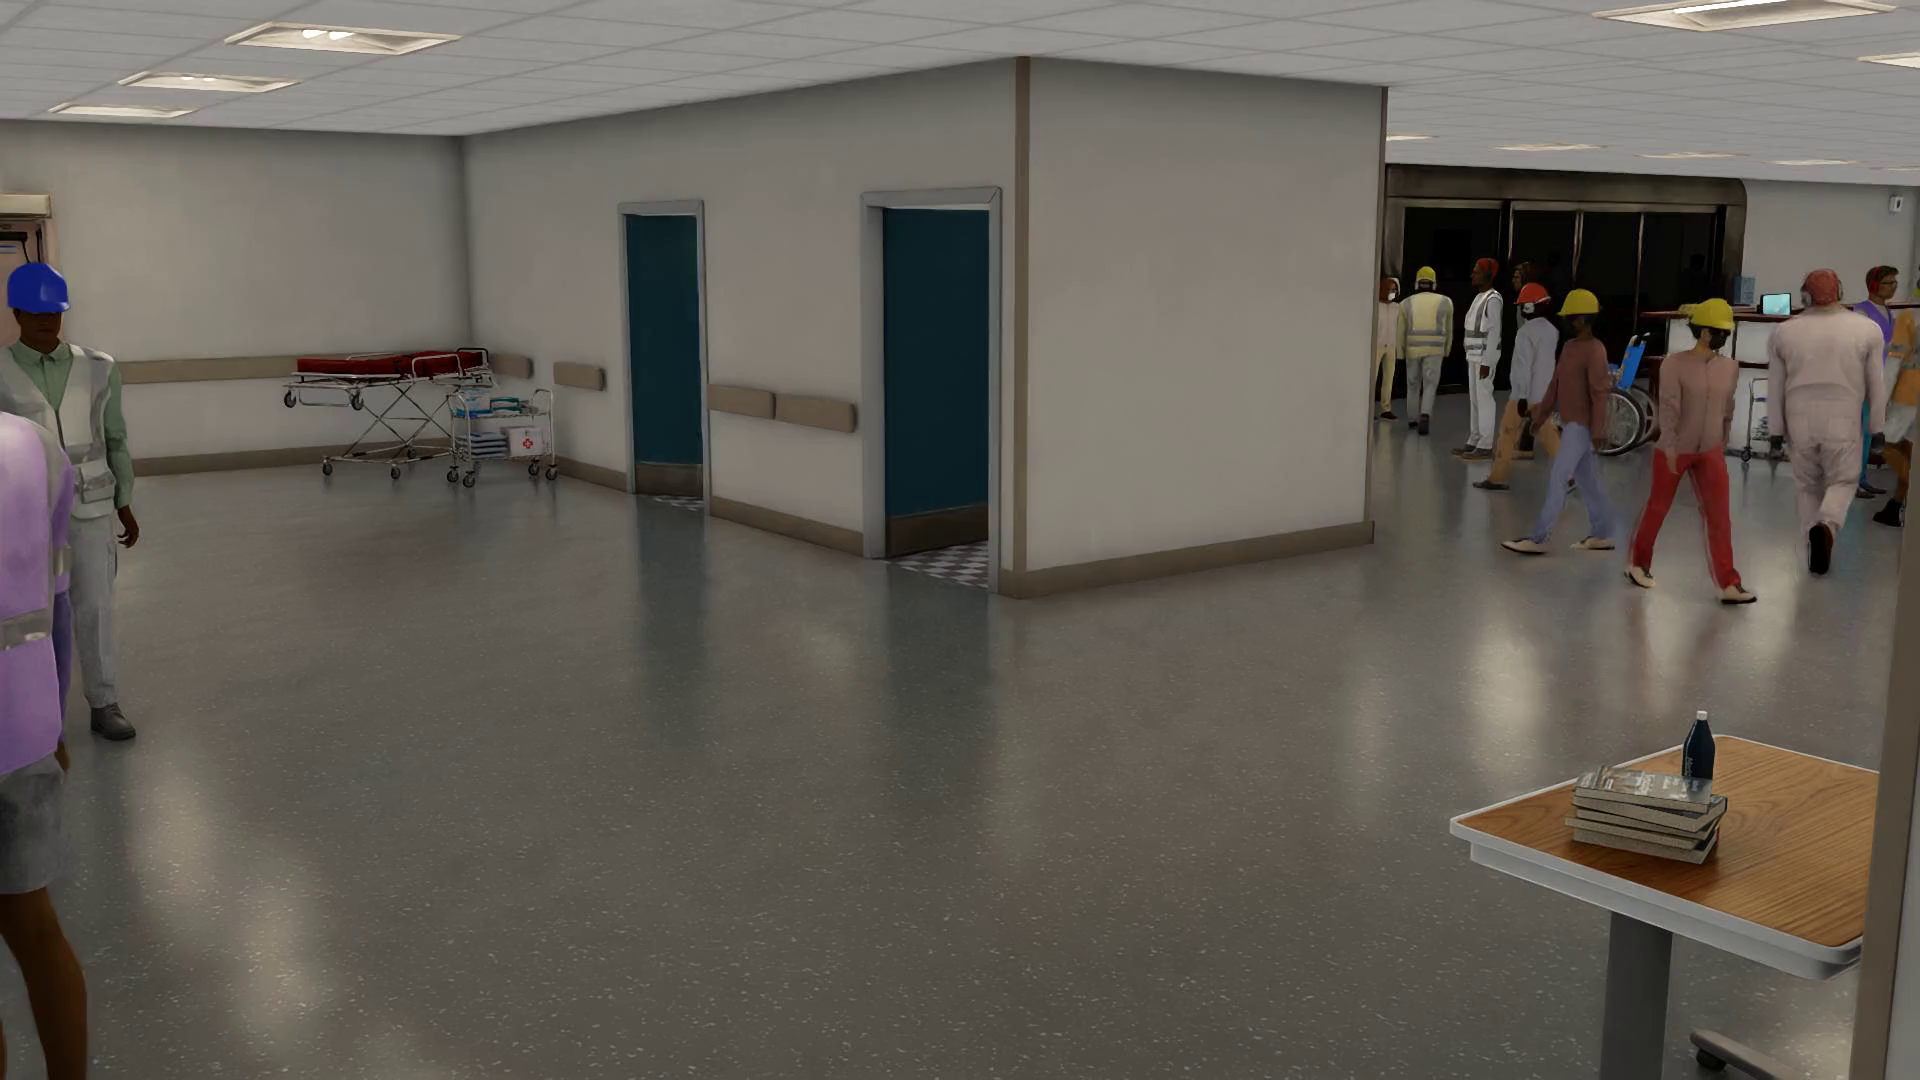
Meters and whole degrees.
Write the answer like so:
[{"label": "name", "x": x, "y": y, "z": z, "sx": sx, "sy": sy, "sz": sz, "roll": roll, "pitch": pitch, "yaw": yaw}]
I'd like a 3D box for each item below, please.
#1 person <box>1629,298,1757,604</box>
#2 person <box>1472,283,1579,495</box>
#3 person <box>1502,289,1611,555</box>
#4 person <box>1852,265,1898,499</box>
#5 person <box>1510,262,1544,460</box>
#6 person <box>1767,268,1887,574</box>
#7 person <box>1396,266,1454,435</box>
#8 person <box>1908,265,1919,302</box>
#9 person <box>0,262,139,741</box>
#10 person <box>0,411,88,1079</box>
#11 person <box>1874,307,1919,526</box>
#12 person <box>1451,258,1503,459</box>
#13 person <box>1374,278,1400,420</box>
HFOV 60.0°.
[{"label": "person", "x": 4.182, "y": -0.515, "z": 9.484, "sx": 0.530, "sy": 1.717, "sz": 0.907, "roll": -2, "pitch": 10, "yaw": -9}, {"label": "person", "x": 4.640, "y": -1.211, "z": 13.392, "sx": 0.577, "sy": 1.712, "sz": 0.883, "roll": -9, "pitch": 13, "yaw": -41}, {"label": "person", "x": 3.952, "y": -0.761, "z": 10.841, "sx": 0.783, "sy": 1.728, "sz": 0.529, "roll": 0, "pitch": 10, "yaw": 1}, {"label": "person", "x": 7.261, "y": -1.264, "z": 13.321, "sx": 0.379, "sy": 1.841, "sz": 0.570, "roll": 10, "pitch": 14, "yaw": 44}, {"label": "person", "x": 5.289, "y": -1.672, "z": 15.593, "sx": 0.328, "sy": 1.844, "sz": 0.514, "roll": 4, "pitch": 11, "yaw": 21}, {"label": "person", "x": 5.200, "y": -0.696, "z": 10.035, "sx": 0.678, "sy": 1.870, "sz": 0.729, "roll": 7, "pitch": 12, "yaw": 34}, {"label": "person", "x": 4.948, "y": -2.025, "z": 17.746, "sx": 0.580, "sy": 1.789, "sz": 0.915, "roll": 4, "pitch": 11, "yaw": 19}, {"label": "person", "x": 15.112, "y": -3.544, "z": 26.095, "sx": 0.429, "sy": 1.842, "sz": 0.637, "roll": 10, "pitch": 14, "yaw": 44}, {"label": "person", "x": -3.612, "y": -0.123, "z": 6.640, "sx": 0.617, "sy": 1.943, "sz": 0.402, "roll": -10, "pitch": 14, "yaw": -43}, {"label": "person", "x": -2.062, "y": 0.414, "z": 3.399, "sx": 0.411, "sy": 2.033, "sz": 0.613, "roll": 1, "pitch": 10, "yaw": 8}, {"label": "person", "x": 6.802, "y": -1.010, "z": 11.768, "sx": 0.608, "sy": 1.894, "sz": 0.581, "roll": -1, "pitch": 10, "yaw": -8}, {"label": "person", "x": 4.895, "y": -1.699, "z": 15.641, "sx": 0.355, "sy": 1.884, "sz": 0.574, "roll": 0, "pitch": 10, "yaw": 1}, {"label": "person", "x": 4.860, "y": -2.181, "z": 19.078, "sx": 0.500, "sy": 1.628, "sz": 0.284, "roll": -3, "pitch": 11, "yaw": -18}]
